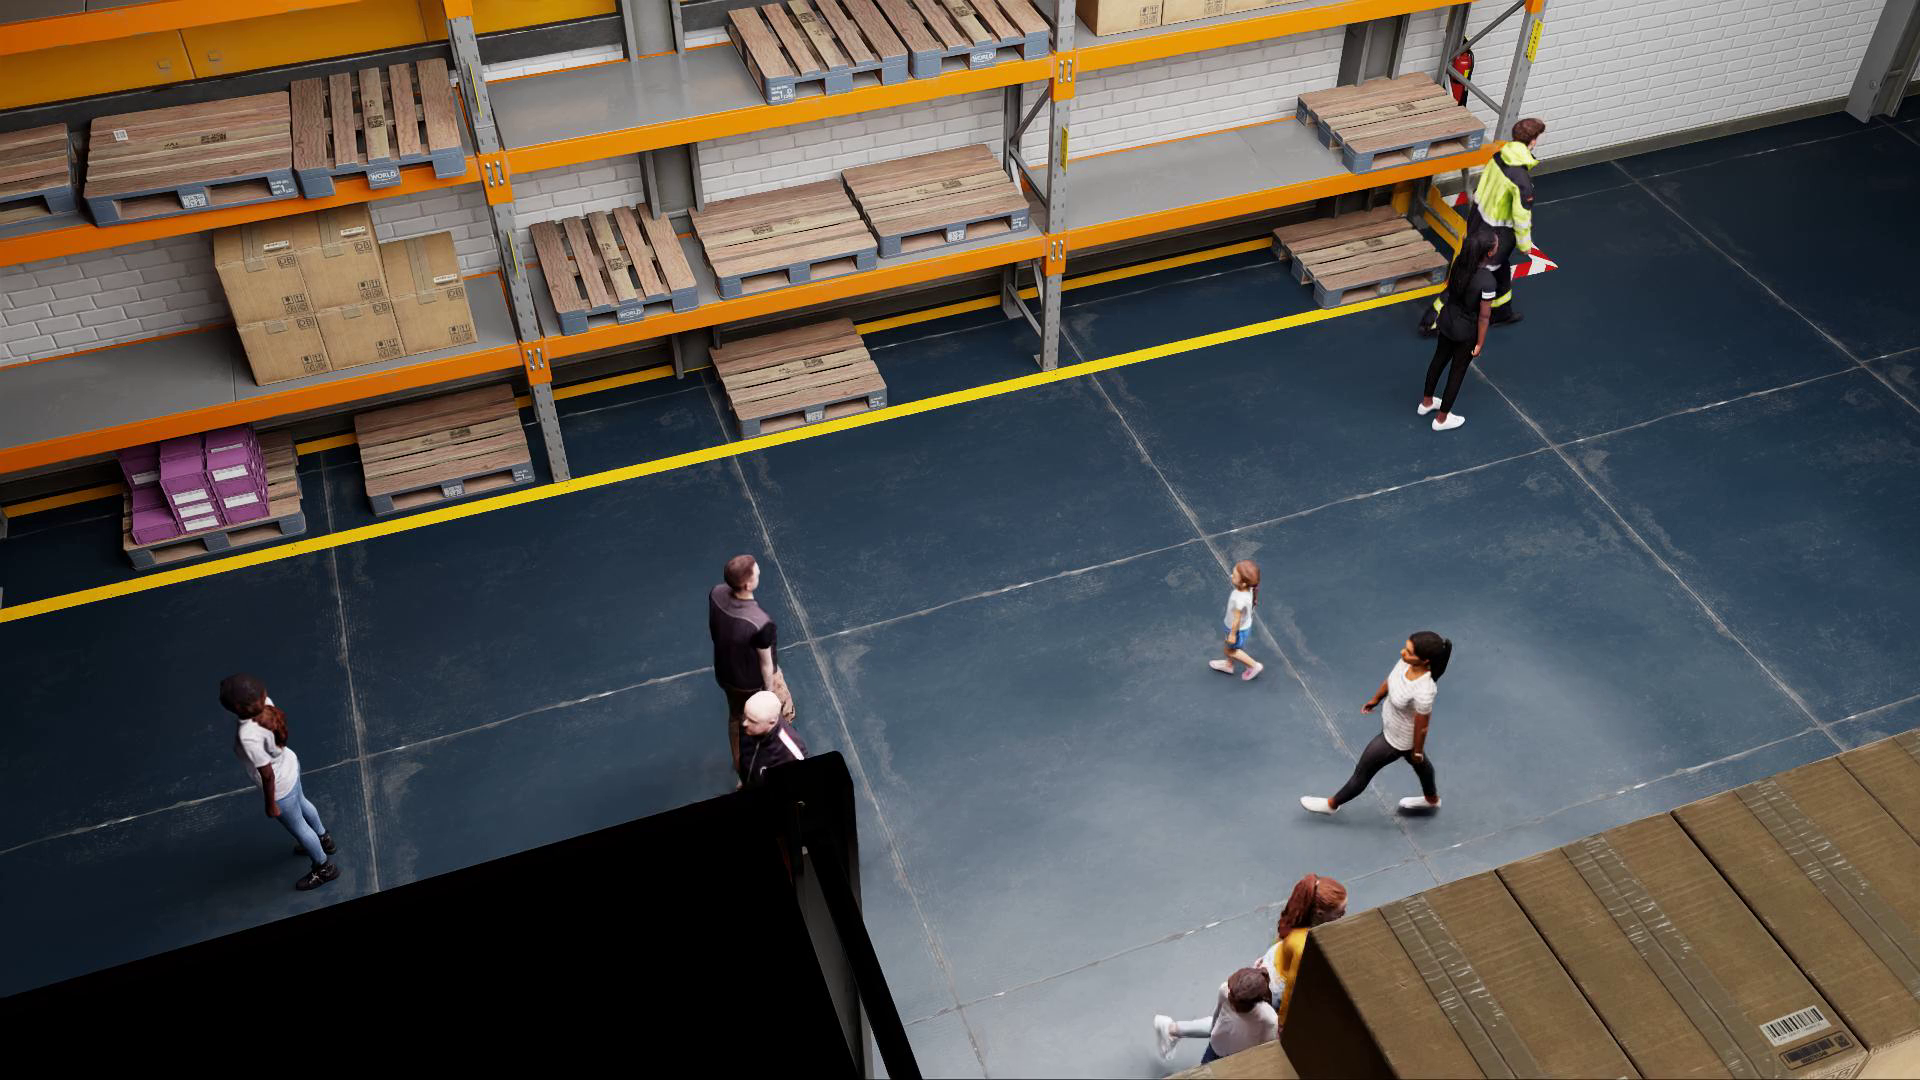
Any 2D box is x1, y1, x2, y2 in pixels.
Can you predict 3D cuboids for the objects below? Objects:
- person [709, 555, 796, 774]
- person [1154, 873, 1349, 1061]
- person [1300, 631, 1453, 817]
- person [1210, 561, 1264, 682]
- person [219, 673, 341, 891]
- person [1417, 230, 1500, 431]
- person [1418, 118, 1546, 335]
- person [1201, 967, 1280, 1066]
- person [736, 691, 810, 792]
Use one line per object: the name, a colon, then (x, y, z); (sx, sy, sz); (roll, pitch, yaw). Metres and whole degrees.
person: (-1.350, 0.830, 9.959); (0.815, 1.826, 0.837); (32, 52, 29)
person: (1.543, 2.269, 8.538); (1.301, 1.701, 1.091); (11, 45, 11)
person: (2.696, 1.118, 9.826); (1.173, 1.593, 0.909); (5, 44, 5)
person: (1.857, 0.546, 10.847); (0.648, 1.012, 0.570); (11, 45, 11)
person: (-3.884, 1.360, 9.480); (0.538, 1.719, 0.595); (-11, 45, -11)
person: (3.783, -1.600, 12.580); (0.594, 1.729, 0.621); (-20, 47, -20)
person: (4.176, -2.433, 13.308); (1.253, 1.931, 0.980); (-3, 44, -3)
person: (1.463, 2.526, 8.394); (0.813, 1.529, 0.931); (23, 48, 22)
person: (-0.937, 1.419, 9.370); (1.320, 1.786, 0.942); (-28, 50, -26)
